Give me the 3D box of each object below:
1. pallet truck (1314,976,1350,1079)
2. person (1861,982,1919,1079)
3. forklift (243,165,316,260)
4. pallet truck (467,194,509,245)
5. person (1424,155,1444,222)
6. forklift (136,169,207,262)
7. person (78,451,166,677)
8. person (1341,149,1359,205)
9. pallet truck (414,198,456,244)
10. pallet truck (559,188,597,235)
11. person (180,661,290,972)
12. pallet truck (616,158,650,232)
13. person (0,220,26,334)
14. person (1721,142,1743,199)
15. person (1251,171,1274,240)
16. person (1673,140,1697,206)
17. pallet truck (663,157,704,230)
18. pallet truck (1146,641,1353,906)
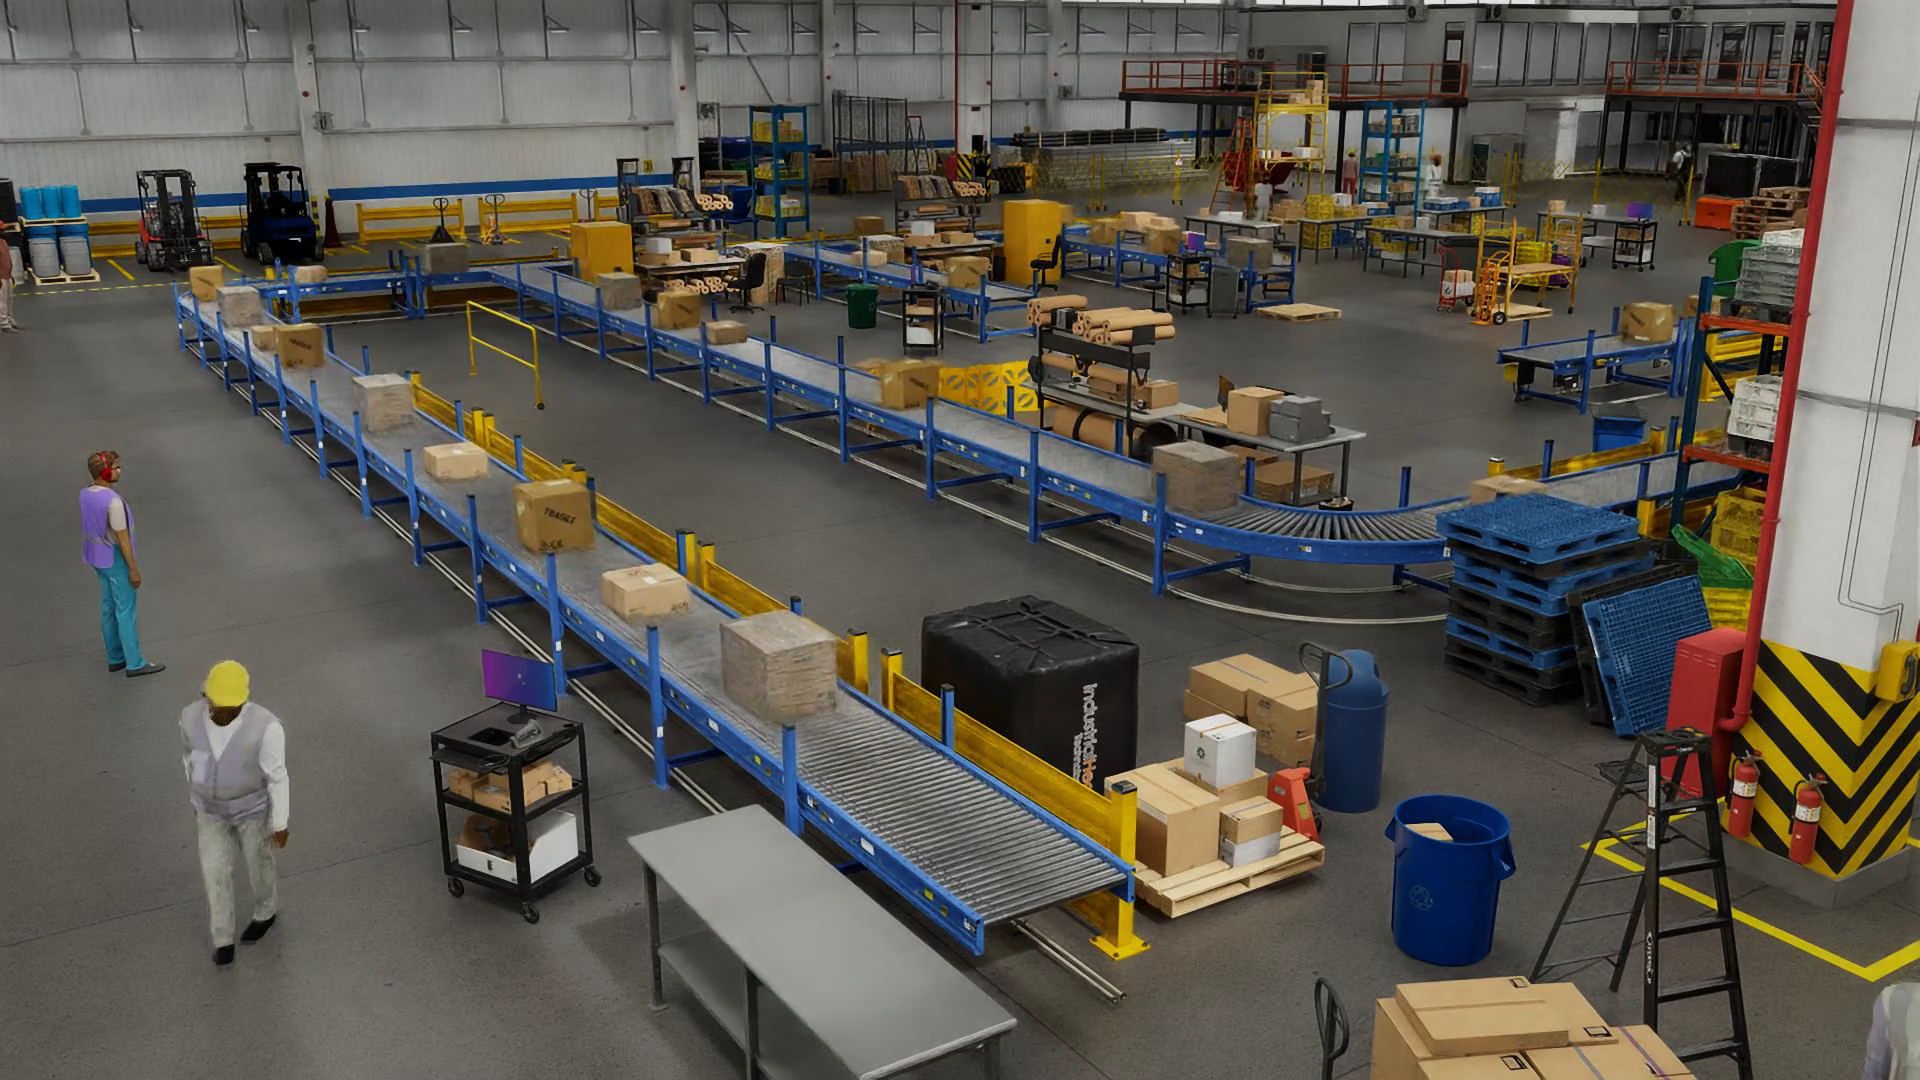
[{"bbox_3d":[2.299,2.390,7.086,1.601,1.201,0.680,-2,17,-7],"label":"pallet truck"},{"bbox_3d":[3.730,2.265,6.302,0.606,1.926,0.776,14,21,38],"label":"person"},{"bbox_3d":[-15.898,-7.669,38.708,1.157,1.987,2.680,-11,20,-33],"label":"forklift"},{"bbox_3d":[-11.983,-8.177,42.137,0.704,1.261,1.522,-11,20,-33],"label":"pallet truck"},{"bbox_3d":[13.458,-9.933,47.007,0.605,1.853,0.721,-10,20,-31],"label":"person"},{"bbox_3d":[-17.842,-7.318,37.559,1.157,1.987,2.680,-10,20,-31],"label":"forklift"},{"bbox_3d":[-6.783,0.195,13.327,0.563,1.847,0.390,12,20,34],"label":"person"},{"bbox_3d":[11.978,-11.108,51.083,0.532,1.766,0.321,7,18,23],"label":"person"},{"bbox_3d":[-13.250,-8.060,41.856,0.680,1.201,1.601,-10,20,-31],"label":"pallet truck"},{"bbox_3d":[-10.010,-8.652,43.699,0.653,1.274,1.630,-10,20,-31],"label":"pallet truck"},{"bbox_3d":[-3.971,1.486,9.131,0.618,1.784,0.721,0,17,1],"label":"person"},{"bbox_3d":[-8.918,-9.176,44.255,0.823,1.965,1.885,-9,19,-27],"label":"pallet truck"},{"bbox_3d":[-16.745,-4.623,29.104,0.373,1.997,0.615,-3,17,-9],"label":"person"},{"bbox_3d":[24.033,-11.399,51.773,0.594,1.924,0.382,1,17,3],"label":"person"},{"bbox_3d":[7.538,-8.226,41.340,0.562,1.853,0.412,-4,17,-14],"label":"person"},{"bbox_3d":[22.580,-11.436,51.699,0.684,2.000,1.012,-6,18,-19],"label":"person"},{"bbox_3d":[-7.586,-9.308,44.692,0.823,1.965,1.885,-11,20,-33],"label":"pallet truck"},{"bbox_3d":[1.664,1.407,10.232,1.630,1.274,0.653,-10,20,-31],"label":"pallet truck"}]
